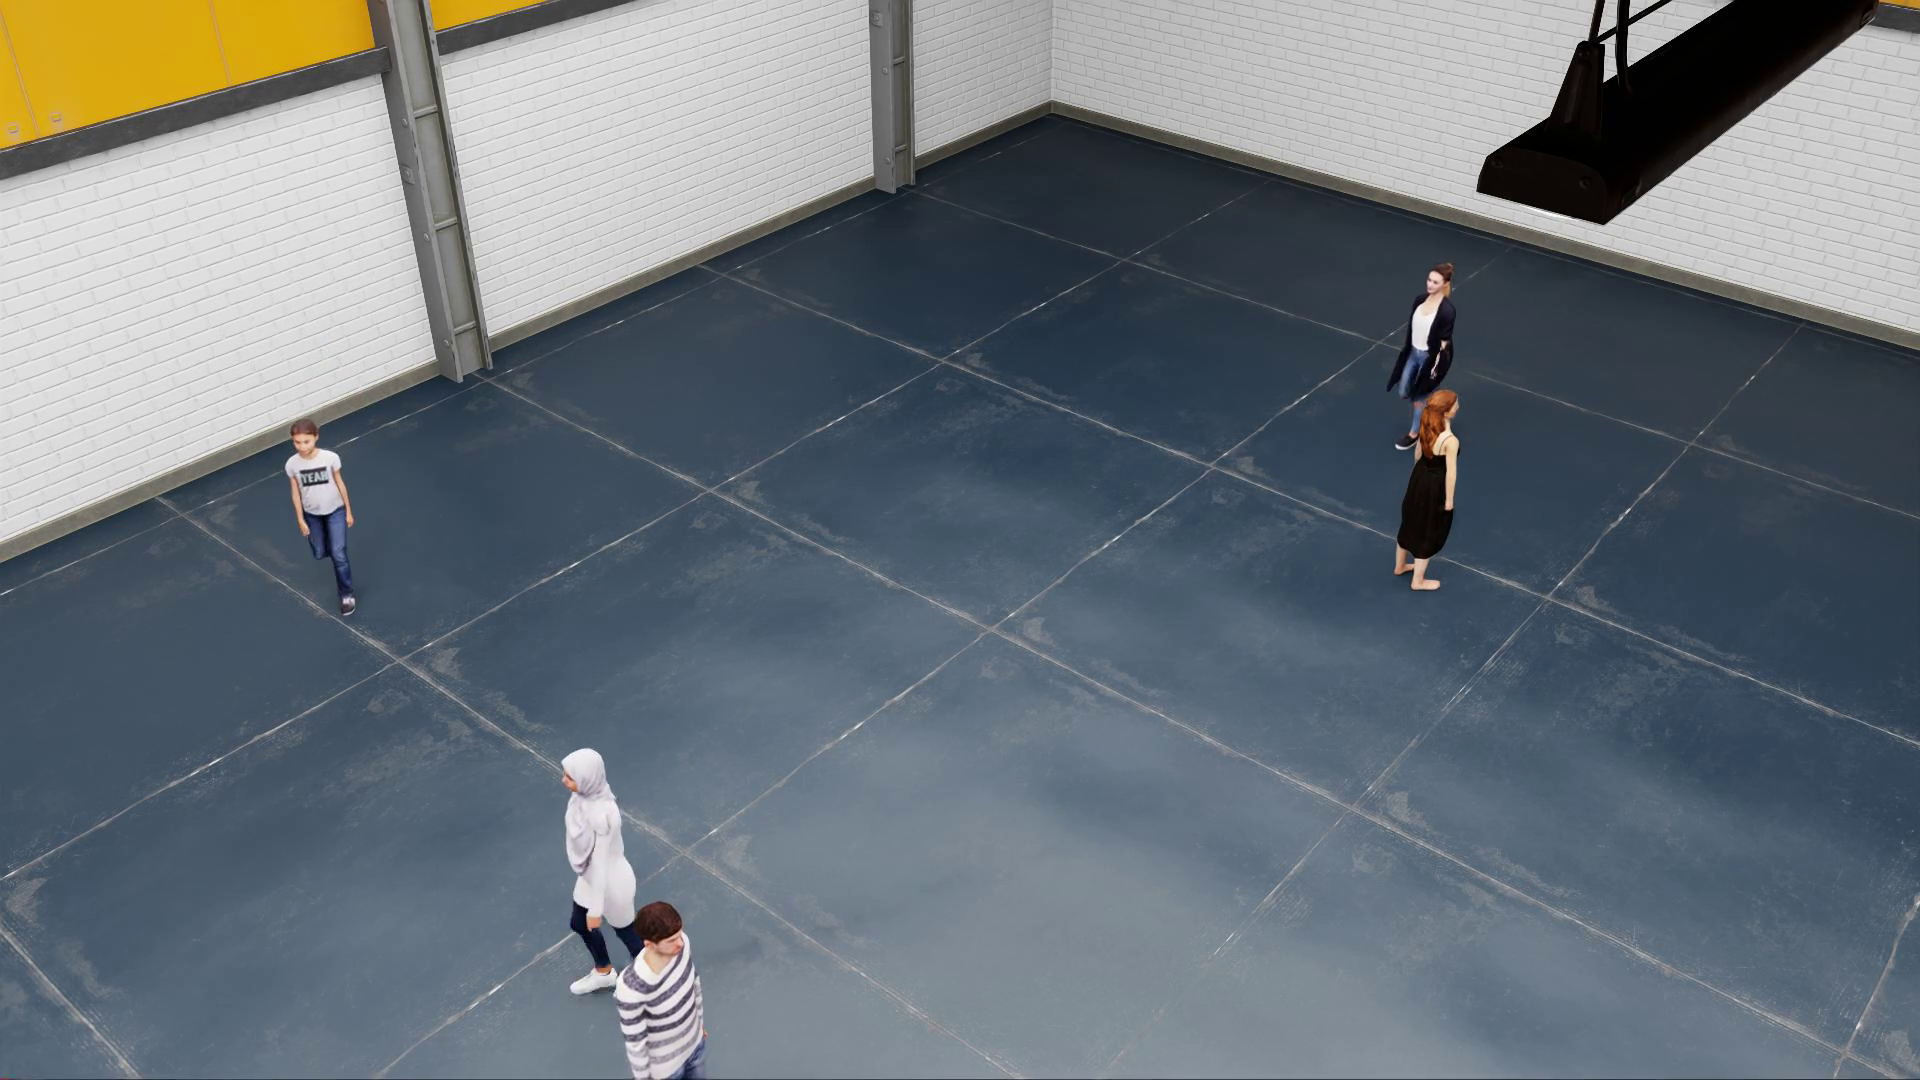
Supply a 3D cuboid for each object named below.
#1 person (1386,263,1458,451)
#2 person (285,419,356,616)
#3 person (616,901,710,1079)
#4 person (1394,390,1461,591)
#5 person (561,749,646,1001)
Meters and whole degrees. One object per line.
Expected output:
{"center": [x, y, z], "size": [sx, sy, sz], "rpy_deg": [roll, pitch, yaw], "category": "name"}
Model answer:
{"center": [3.968, -1.537, 13.958], "size": [0.851, 1.672, 0.733], "rpy_deg": [-20, 38, -27], "category": "person"}
{"center": [-4.633, -0.244, 12.123], "size": [0.898, 1.549, 0.889], "rpy_deg": [-8, 34, -12], "category": "person"}
{"center": [-1.398, 2.398, 7.881], "size": [0.741, 1.846, 0.522], "rpy_deg": [18, 37, 24], "category": "person"}
{"center": [3.456, -0.386, 12.269], "size": [0.700, 1.624, 0.673], "rpy_deg": [-13, 36, -18], "category": "person"}
{"center": [-1.795, 1.797, 8.861], "size": [0.799, 1.761, 0.736], "rpy_deg": [-18, 38, -25], "category": "person"}
